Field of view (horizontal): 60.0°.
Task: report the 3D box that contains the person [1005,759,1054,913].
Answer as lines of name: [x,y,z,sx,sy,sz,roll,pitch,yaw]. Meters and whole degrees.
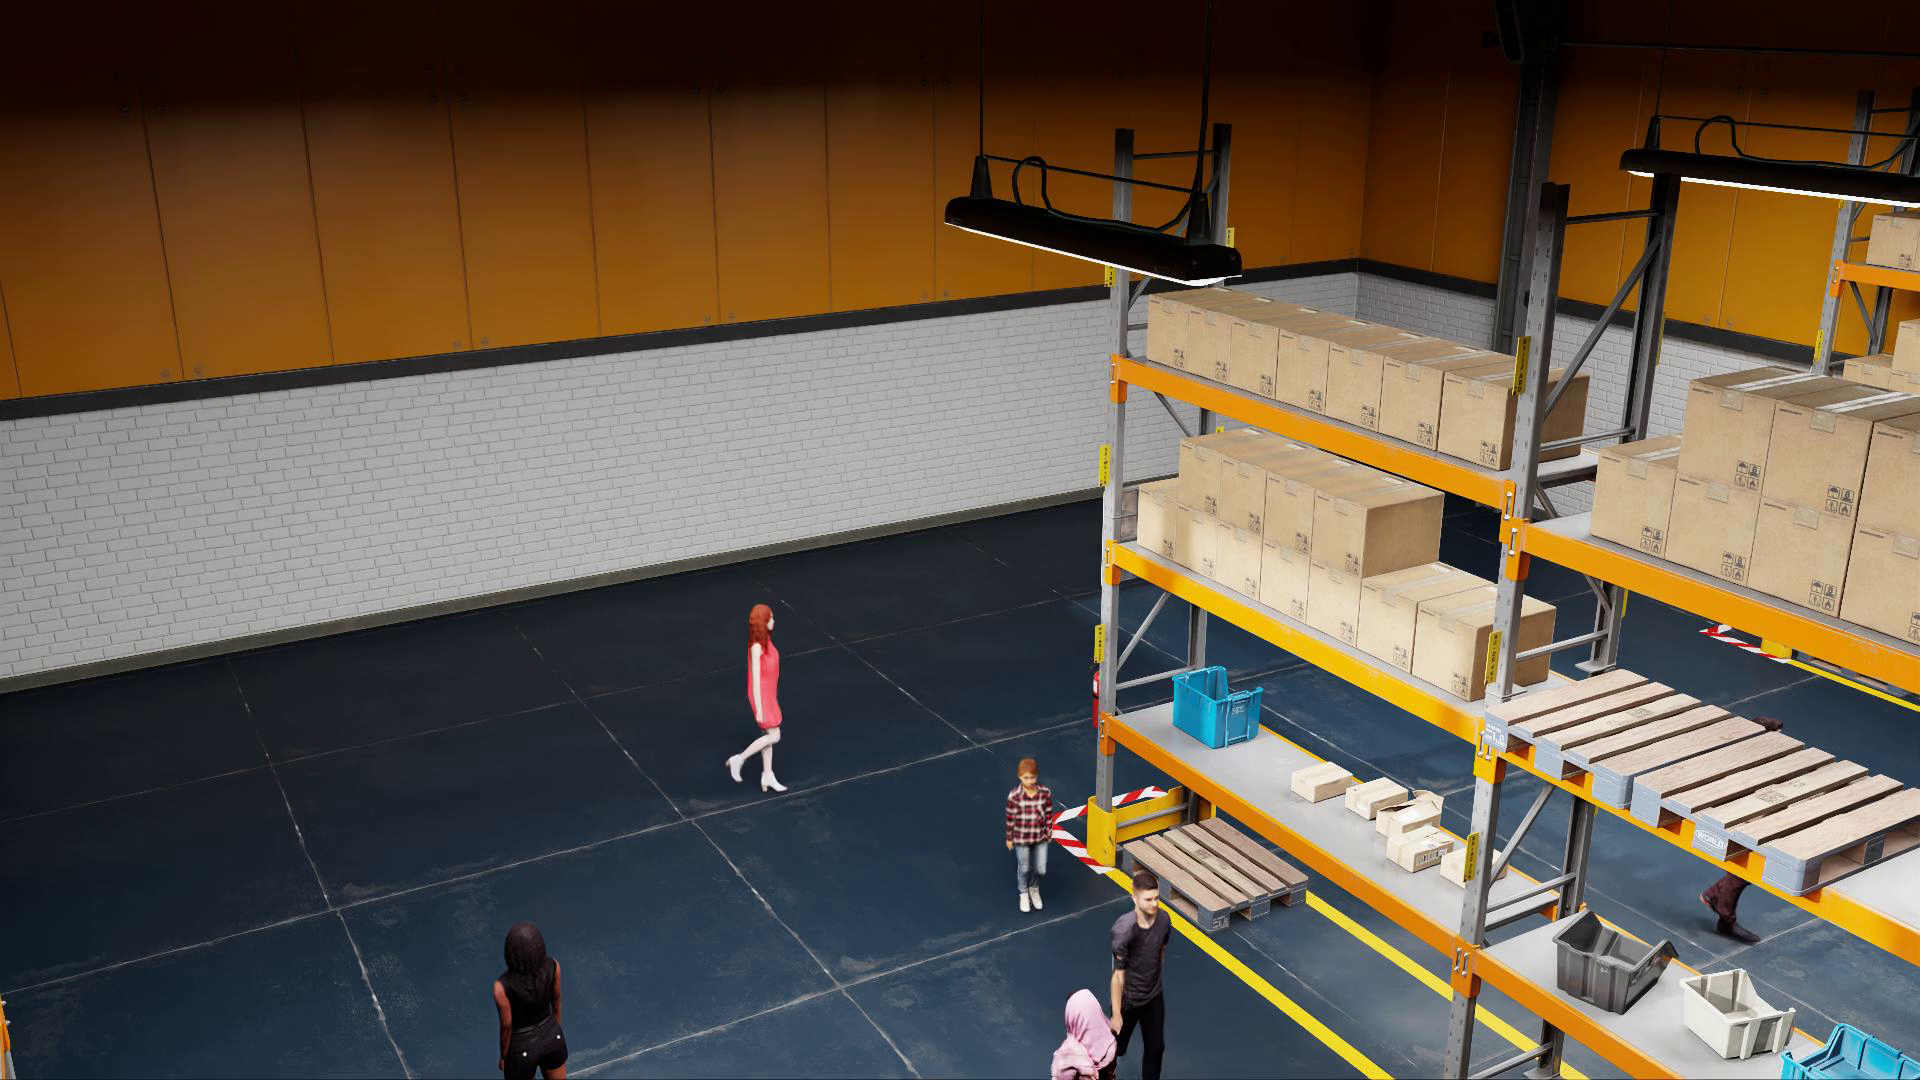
person: [0.542,2.303,13.166,0.615,1.297,0.631,-2,19,-7]

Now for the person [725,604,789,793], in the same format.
person: [-1.847,1.443,14.910,0.880,1.814,0.855,0,19,1]

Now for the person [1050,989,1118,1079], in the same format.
person: [0.759,3.359,9.548,0.731,1.605,1.038,-14,23,-36]

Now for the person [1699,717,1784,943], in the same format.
person: [5.921,2.167,12.697,0.857,1.856,0.824,15,24,37]

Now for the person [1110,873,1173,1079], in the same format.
person: [1.084,2.898,10.712,0.666,1.736,1.041,-12,22,-31]

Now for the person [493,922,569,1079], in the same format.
person: [-2.594,3.097,10.114,0.599,1.741,0.642,18,25,42]
